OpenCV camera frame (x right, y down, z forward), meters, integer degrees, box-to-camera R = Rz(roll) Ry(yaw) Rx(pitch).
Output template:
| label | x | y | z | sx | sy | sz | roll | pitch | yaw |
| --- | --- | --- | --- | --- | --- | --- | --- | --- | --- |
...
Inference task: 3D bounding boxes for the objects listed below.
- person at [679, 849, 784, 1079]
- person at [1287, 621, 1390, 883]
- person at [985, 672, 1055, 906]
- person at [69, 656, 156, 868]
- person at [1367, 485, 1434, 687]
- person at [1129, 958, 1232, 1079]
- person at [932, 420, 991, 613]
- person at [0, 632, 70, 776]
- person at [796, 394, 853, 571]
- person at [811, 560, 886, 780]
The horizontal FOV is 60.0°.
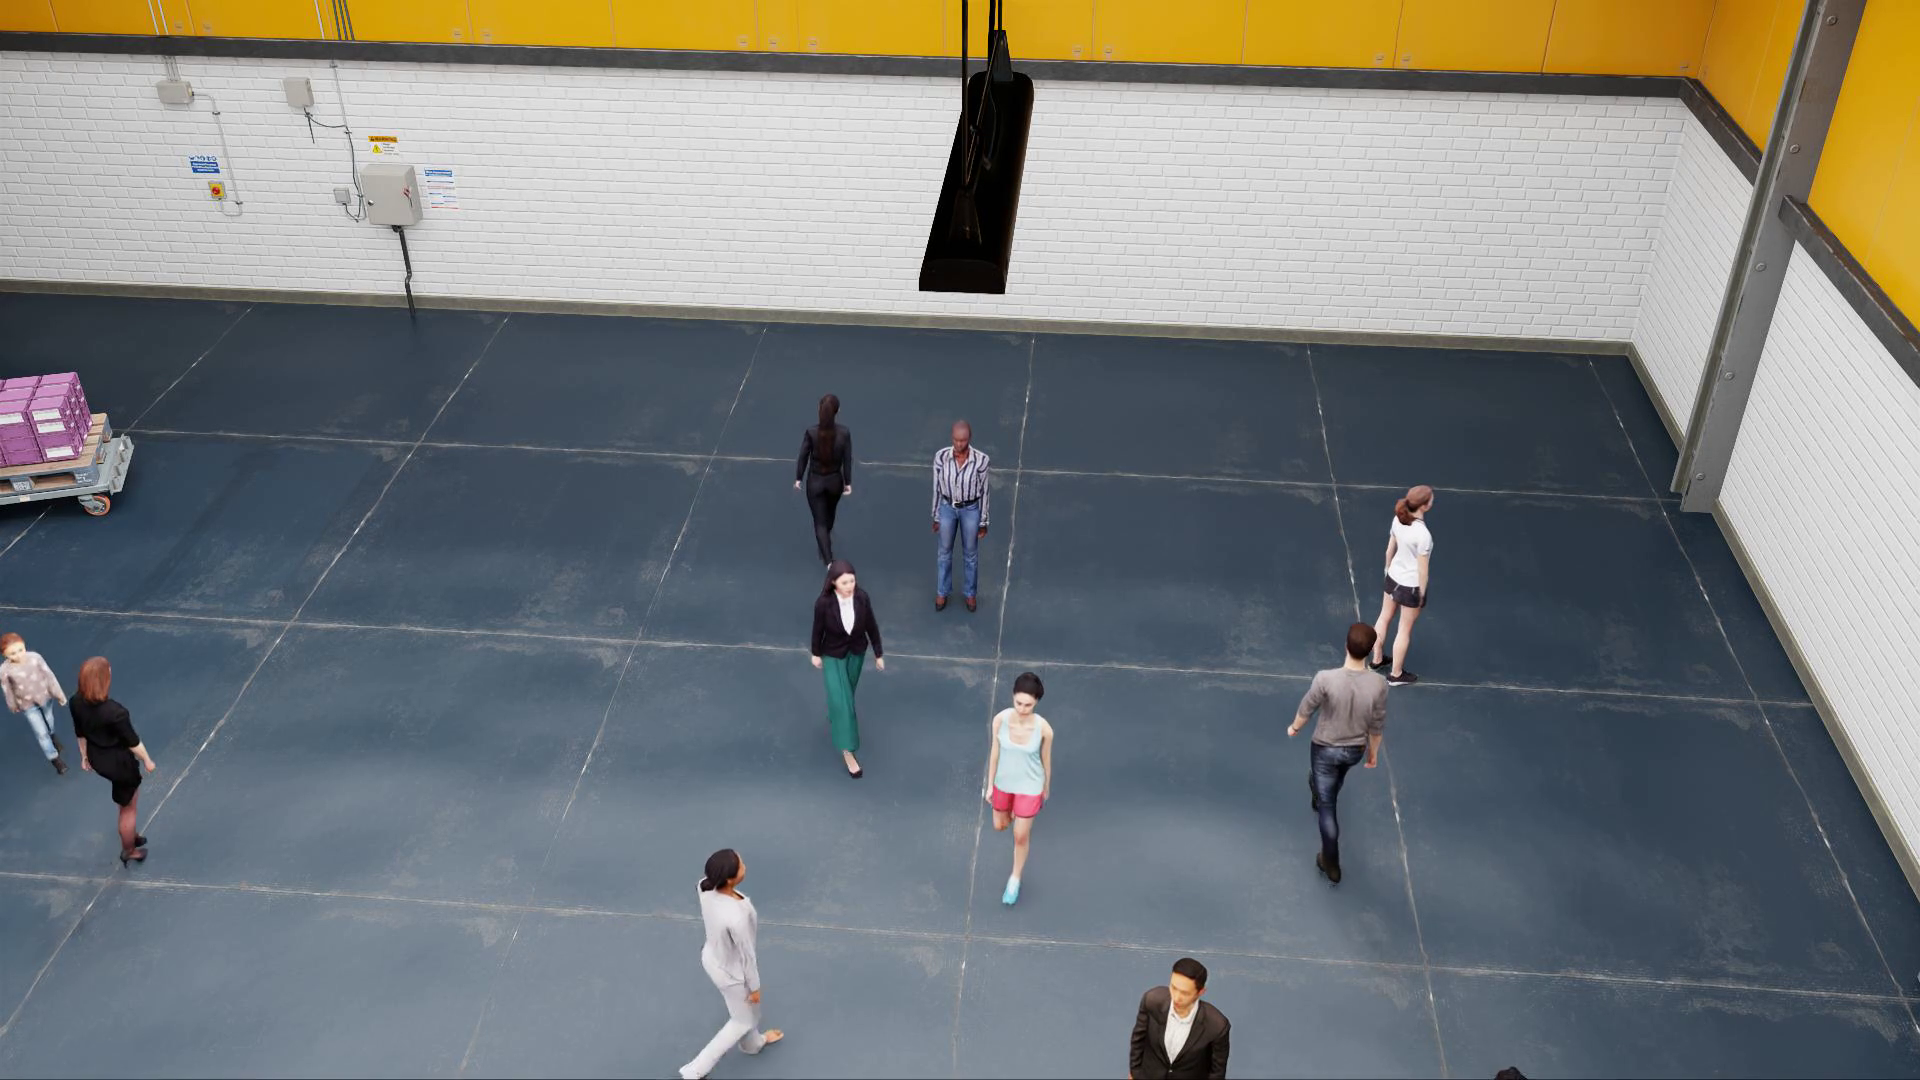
| label | x | y | z | sx | sy | sz | roll | pitch | yaw |
| --- | --- | --- | --- | --- | --- | --- | --- | --- | --- |
| person | -1.399 | 2.513 | 9.680 | 1.051 | 1.717 | 1.018 | -22 | 39 | -29 |
| person | 2.552 | 1.467 | 11.128 | 0.862 | 1.855 | 1.278 | -3 | 34 | -5 |
| person | 0.401 | 1.582 | 11.050 | 0.721 | 1.751 | 0.998 | 10 | 35 | 15 |
| person | -5.716 | 1.564 | 11.135 | 0.689 | 1.687 | 0.698 | 11 | 35 | 17 |
| person | 3.445 | 0.342 | 12.914 | 0.728 | 1.752 | 0.646 | -17 | 37 | -23 |
| person | 1.167 | 2.920 | 8.990 | 0.749 | 1.803 | 0.682 | 15 | 37 | 22 |
| person | -0.005 | -0.208 | 13.703 | 0.618 | 1.796 | 0.515 | 3 | 34 | 5 |
| person | -6.830 | 1.143 | 12.241 | 0.832 | 1.164 | 0.810 | 28 | 43 | 36 |
| person | -1.120 | -0.400 | 14.101 | 0.771 | 1.674 | 1.103 | -6 | 34 | -8 |
| person | -0.888 | 0.834 | 12.214 | 0.943 | 1.708 | 1.083 | -15 | 37 | -22 |
